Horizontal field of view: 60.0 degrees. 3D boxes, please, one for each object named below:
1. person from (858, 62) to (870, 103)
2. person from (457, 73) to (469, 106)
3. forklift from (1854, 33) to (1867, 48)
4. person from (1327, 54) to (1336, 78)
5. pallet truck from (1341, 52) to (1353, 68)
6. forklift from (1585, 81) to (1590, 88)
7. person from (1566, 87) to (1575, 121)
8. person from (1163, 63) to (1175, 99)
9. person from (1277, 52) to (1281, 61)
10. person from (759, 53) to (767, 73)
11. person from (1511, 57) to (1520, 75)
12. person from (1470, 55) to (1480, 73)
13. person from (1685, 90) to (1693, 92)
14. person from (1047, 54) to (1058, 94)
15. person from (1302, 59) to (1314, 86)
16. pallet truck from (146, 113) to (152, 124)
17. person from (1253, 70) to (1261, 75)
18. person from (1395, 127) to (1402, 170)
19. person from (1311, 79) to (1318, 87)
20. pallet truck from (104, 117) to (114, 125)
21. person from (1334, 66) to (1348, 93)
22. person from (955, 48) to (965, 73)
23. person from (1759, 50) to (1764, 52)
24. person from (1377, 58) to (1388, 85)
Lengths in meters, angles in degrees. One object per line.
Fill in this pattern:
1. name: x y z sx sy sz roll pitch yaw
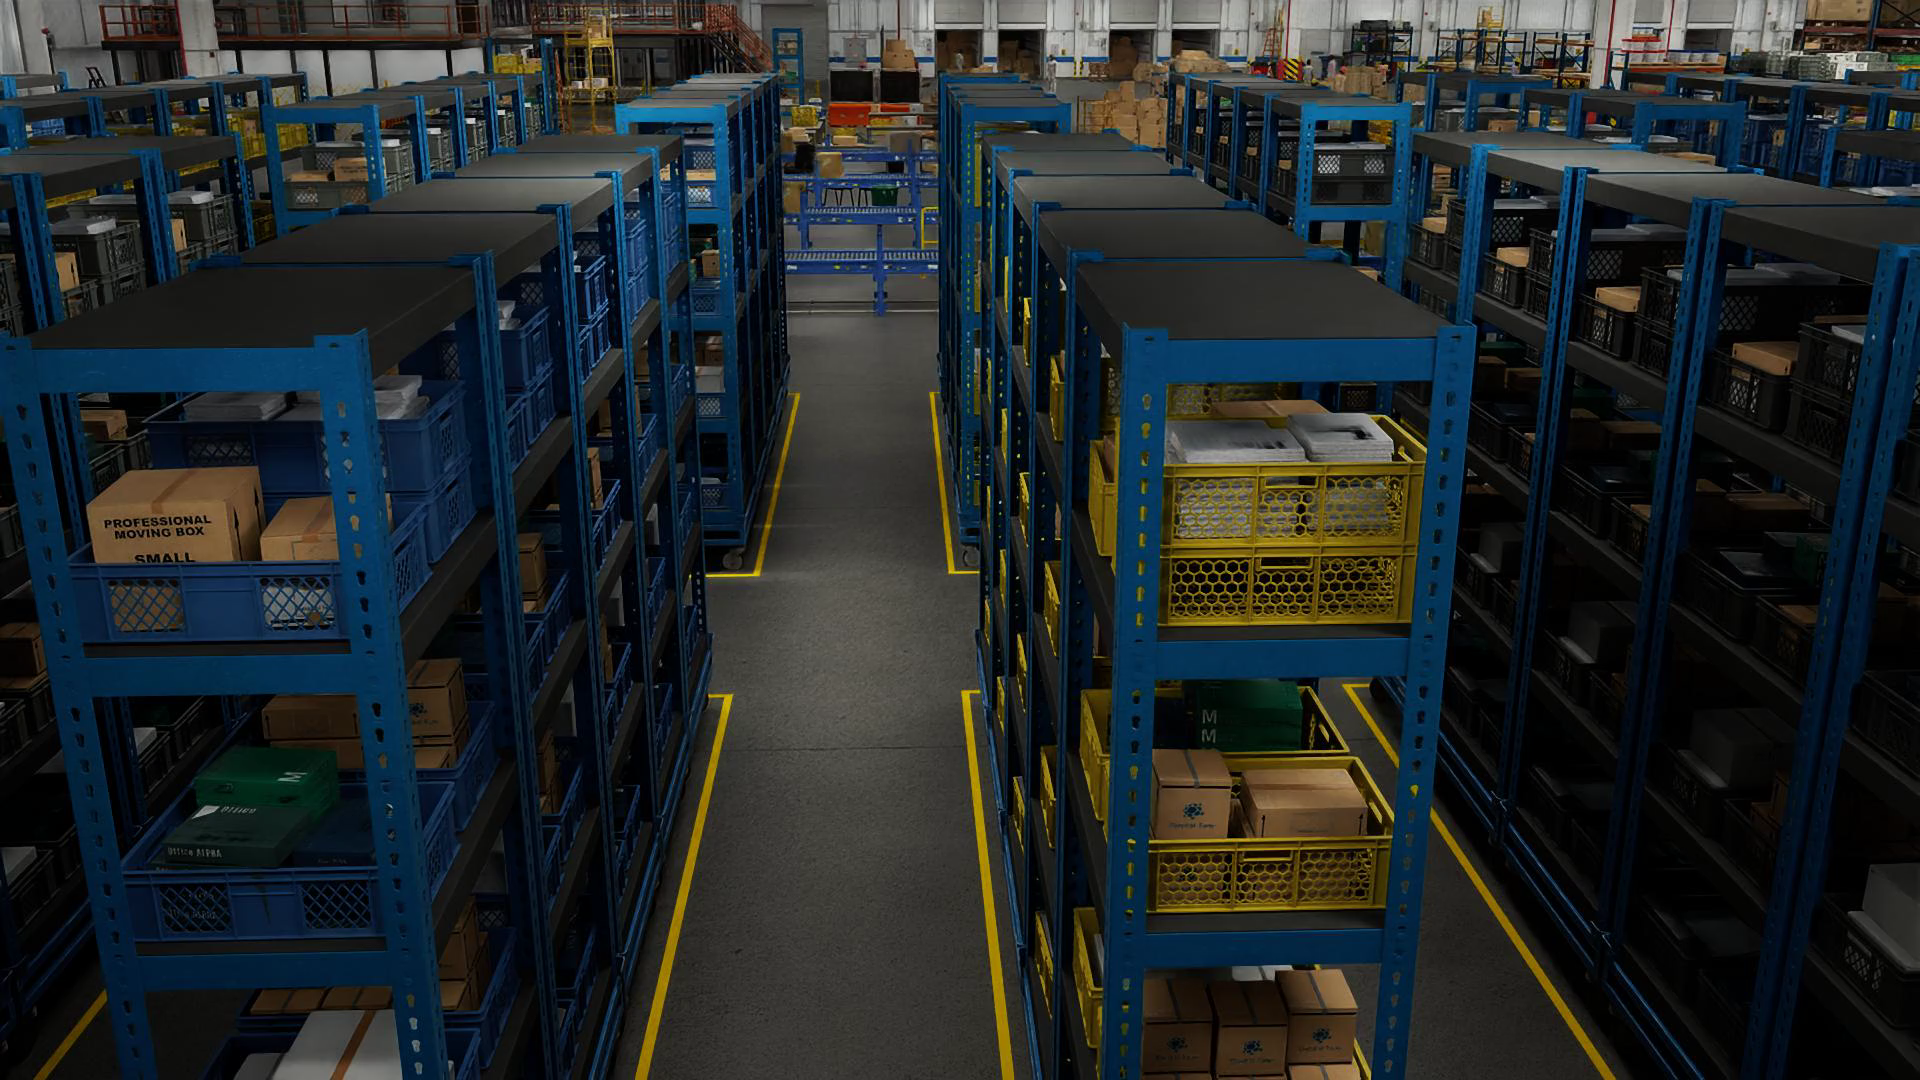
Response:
1. person: -4.048 -19.347 70.699 0.557 1.897 0.898 -10 20 -28
2. person: -18.238 -16.118 60.814 0.971 1.828 0.604 -2 18 -8
3. forklift: 45.252 -24.022 83.600 1.873 2.768 1.129 -10 21 -29
4. person: 18.848 -23.651 84.172 0.835 1.813 0.630 10 21 29
5. pallet truck: 18.794 -23.123 82.231 0.823 1.965 1.885 -13 22 -35
6. forklift: 30.327 -22.040 77.468 1.873 2.768 1.129 -1 18 -2
7. person: 19.859 -13.924 54.279 0.683 1.674 0.535 10 20 28
8. person: 8.302 -17.714 65.425 0.684 2.000 0.538 -3 18 -9
9. person: 17.172 -25.477 89.946 0.737 1.713 0.512 8 20 24
10. person: -10.199 -24.281 86.161 0.616 1.796 0.983 -17 24 -41
11. person: 25.194 -20.922 75.539 0.370 1.924 0.586 13 22 34
12. person: 24.940 -22.533 80.606 1.037 1.883 0.634 -5 19 -16
13. person: 25.464 -15.407 58.422 0.639 1.950 0.410 9 20 26
14. person: 4.430 -22.404 80.111 0.379 1.933 0.629 -15 23 -39
15. person: 15.699 -20.760 75.149 0.503 1.861 0.328 4 18 12
16. pallet truck: -18.087 -8.309 36.390 1.885 1.965 0.823 -1 18 -4
17. person: 10.566 -15.772 59.497 0.399 1.987 0.612 -11 21 -31
18. person: 11.054 -9.811 41.436 0.529 1.746 0.614 1 18 4
19. person: 12.342 -15.208 58.109 0.314 1.767 0.534 10 21 29
20. pallet truck: -18.367 -7.885 35.078 1.885 1.965 0.823 1 18 2
21. person: 14.959 -17.697 65.592 0.437 1.914 0.689 -7 19 -20
22. person: 0.015 -26.429 92.650 1.018 1.890 0.629 8 20 24
23. person: 41.780 -24.612 86.928 0.552 1.939 0.352 -10 20 -27
24. person: 20.761 -22.818 81.786 0.532 1.690 0.322 -1 18 -3
